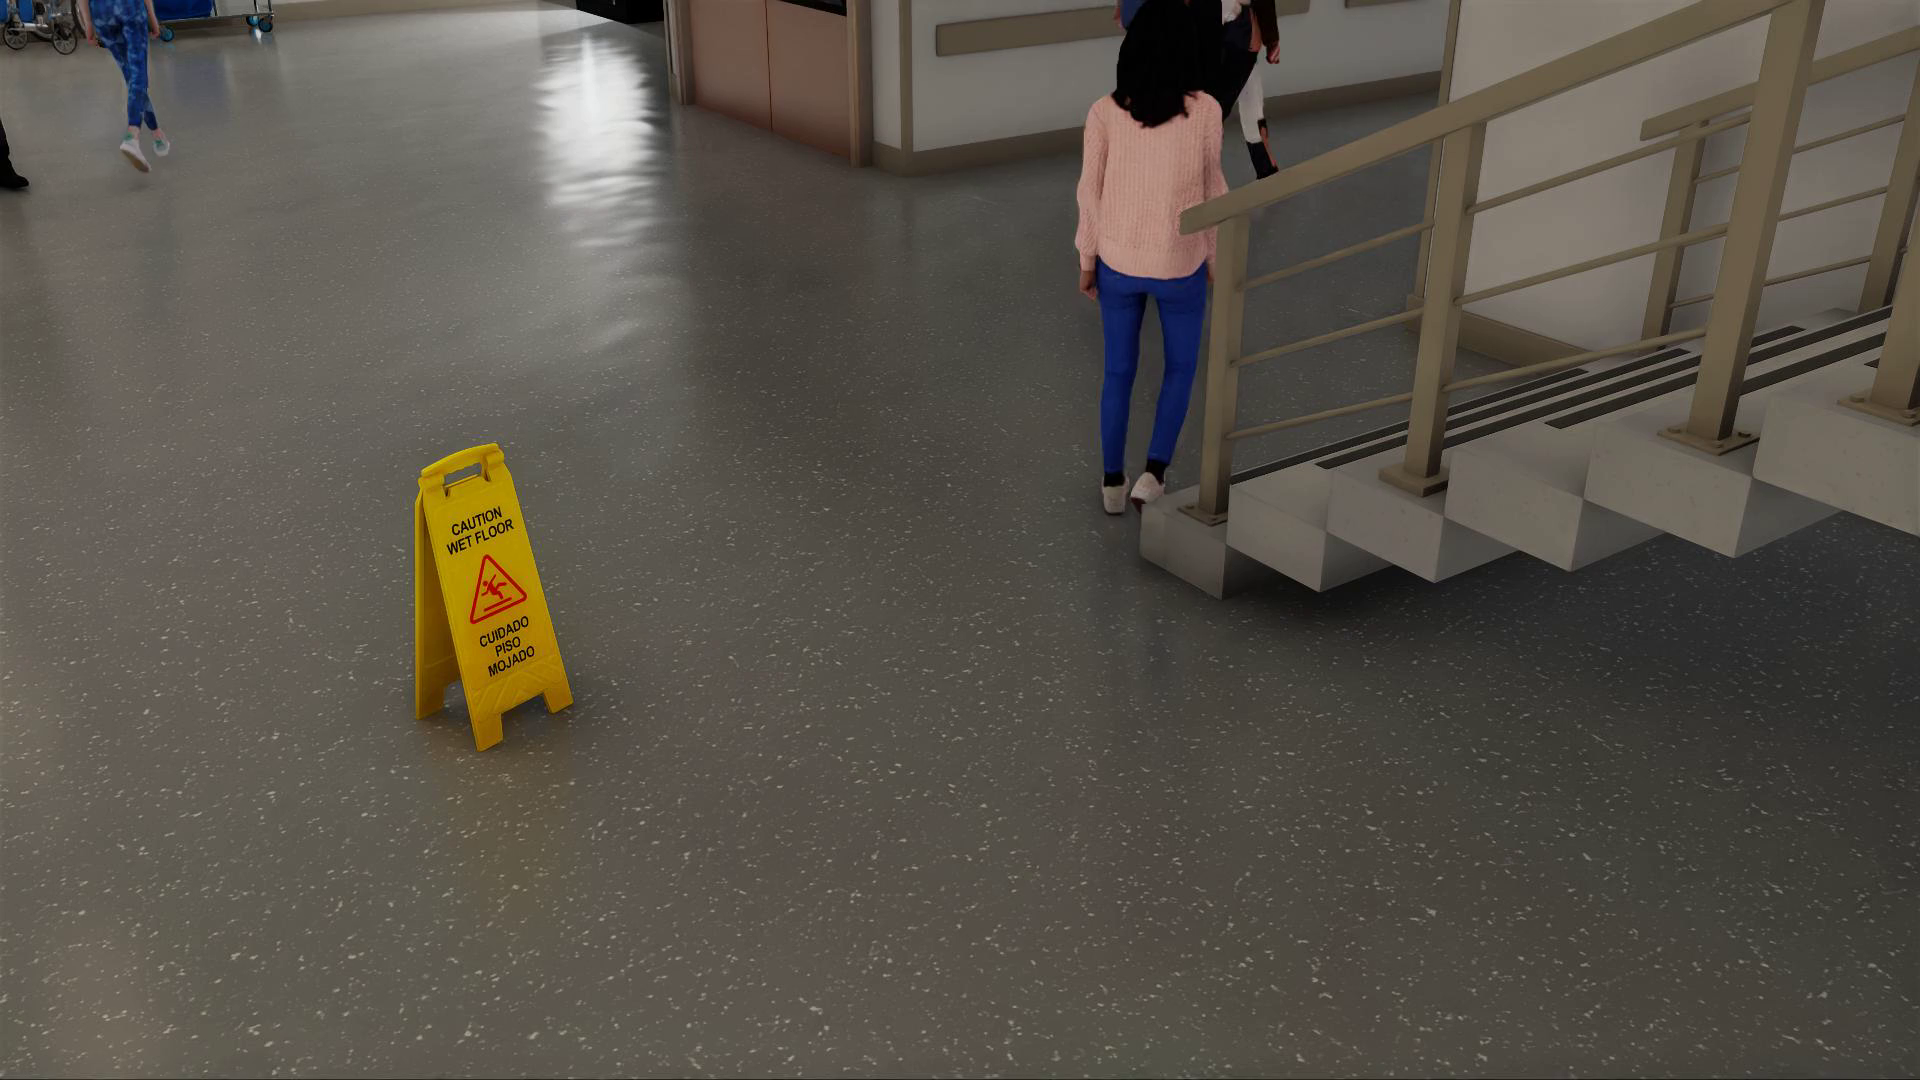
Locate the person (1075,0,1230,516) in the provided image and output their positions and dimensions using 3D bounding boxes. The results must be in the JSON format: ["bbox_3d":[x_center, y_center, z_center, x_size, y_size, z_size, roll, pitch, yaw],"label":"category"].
[{"bbox_3d":[0.624,-0.846,5.414,0.886,1.755,0.934,5,26,10],"label":"person"}]

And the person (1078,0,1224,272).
[{"bbox_3d":[1.135,-2.053,8.028,0.805,1.659,1.182,-13,28,-24],"label":"person"}]

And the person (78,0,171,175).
[{"bbox_3d":[-5.122,-3.103,10.109,0.872,1.743,1.276,-4,26,-8],"label":"person"}]
